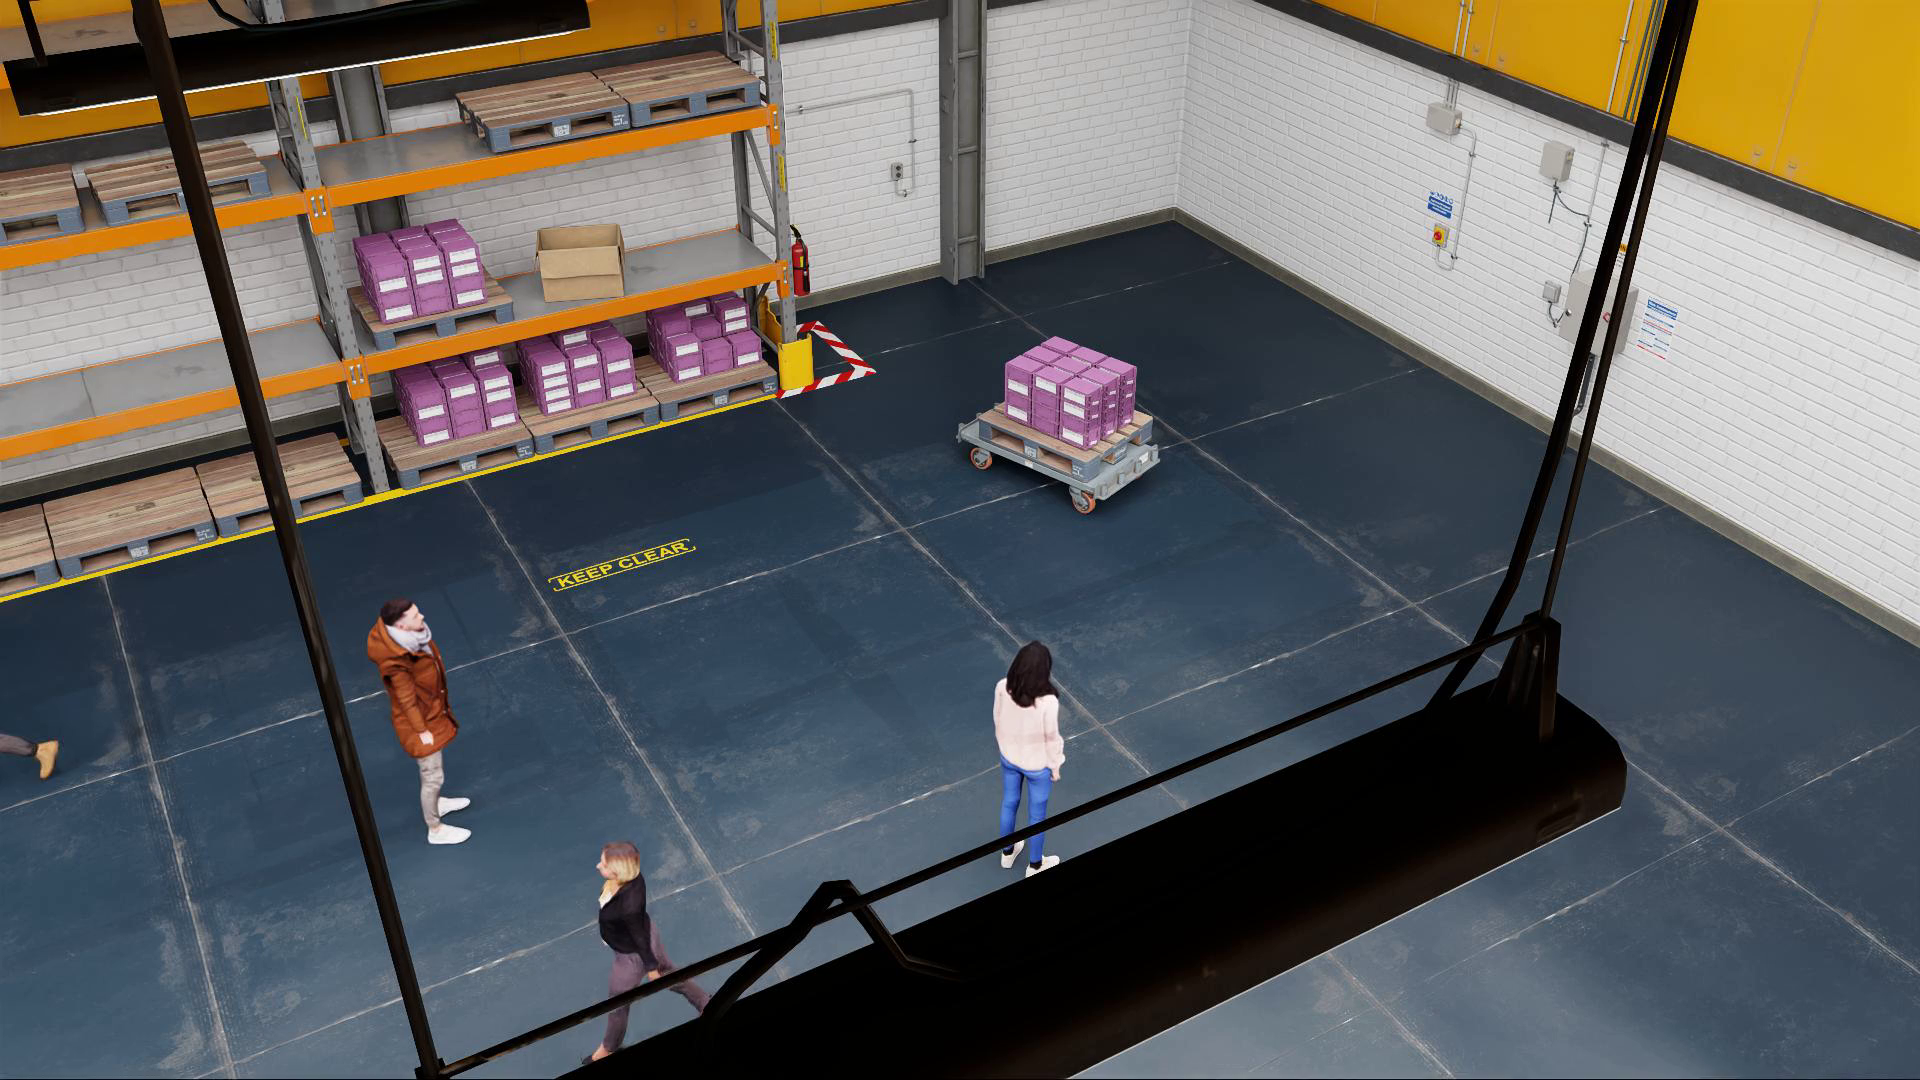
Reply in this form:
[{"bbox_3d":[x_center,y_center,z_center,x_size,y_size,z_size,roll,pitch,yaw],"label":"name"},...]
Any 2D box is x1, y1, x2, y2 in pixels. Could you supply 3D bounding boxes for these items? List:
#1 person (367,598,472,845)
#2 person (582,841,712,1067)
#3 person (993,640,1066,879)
[{"bbox_3d":[-3.472,1.140,10.663,0.777,1.835,0.777,-8,34,-12],"label":"person"},{"bbox_3d":[-1.676,2.264,9.160,1.109,1.628,0.824,-6,34,-9],"label":"person"},{"bbox_3d":[0.412,1.372,10.376,0.724,1.768,0.690,22,40,30],"label":"person"}]
